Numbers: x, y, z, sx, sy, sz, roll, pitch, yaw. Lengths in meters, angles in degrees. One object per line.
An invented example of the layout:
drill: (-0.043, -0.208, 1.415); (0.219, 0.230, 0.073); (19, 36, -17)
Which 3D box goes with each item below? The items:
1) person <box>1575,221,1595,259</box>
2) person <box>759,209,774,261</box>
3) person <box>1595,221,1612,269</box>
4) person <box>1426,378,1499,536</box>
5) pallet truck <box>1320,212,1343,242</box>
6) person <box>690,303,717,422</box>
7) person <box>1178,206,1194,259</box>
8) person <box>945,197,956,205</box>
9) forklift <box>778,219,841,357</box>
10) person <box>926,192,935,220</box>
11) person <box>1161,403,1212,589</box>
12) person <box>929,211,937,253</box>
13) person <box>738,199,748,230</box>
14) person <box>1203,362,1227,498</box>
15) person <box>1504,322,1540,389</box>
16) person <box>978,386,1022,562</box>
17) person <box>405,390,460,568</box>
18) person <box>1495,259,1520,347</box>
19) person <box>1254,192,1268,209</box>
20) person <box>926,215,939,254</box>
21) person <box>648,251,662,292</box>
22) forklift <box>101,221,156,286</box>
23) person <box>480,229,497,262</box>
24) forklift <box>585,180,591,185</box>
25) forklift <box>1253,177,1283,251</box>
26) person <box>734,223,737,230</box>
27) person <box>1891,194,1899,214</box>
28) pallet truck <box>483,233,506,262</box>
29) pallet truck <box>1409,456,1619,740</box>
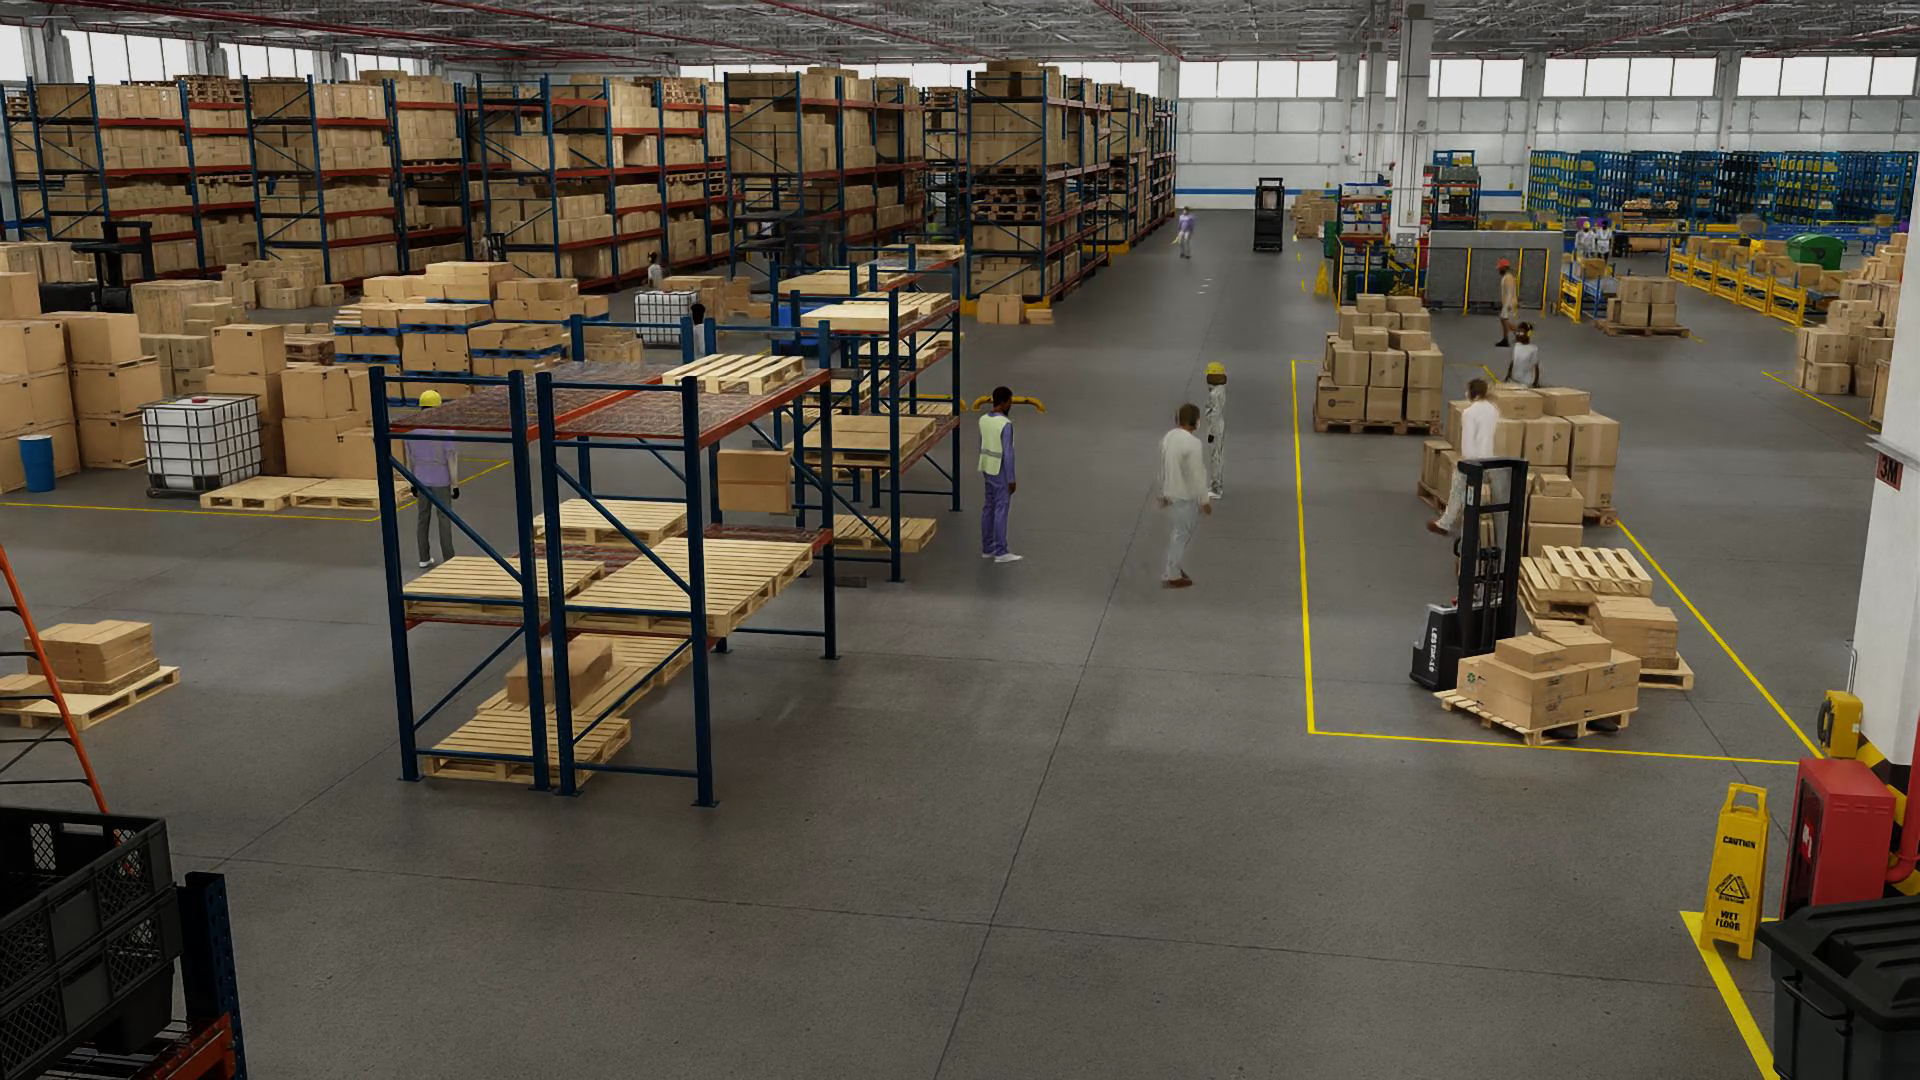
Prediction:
person: (19.828, -9.219, 52.814); (0.601, 1.815, 0.429); (3, 14, 13)
person: (-6.902, -10.876, 59.458); (0.596, 1.873, 0.991); (-3, 14, -12)
person: (21.531, -9.844, 55.672); (0.552, 1.669, 0.778); (4, 14, 14)
person: (5.881, -0.905, 18.939); (0.646, 1.889, 1.042); (-11, 17, -37)
pallet truck: (15.874, -13.227, 70.310); (0.680, 1.201, 1.601); (10, 17, 35)
person: (-4.095, -2.750, 26.247); (0.361, 1.963, 0.612); (13, 19, 42)
person: (8.228, -11.236, 60.812); (0.642, 1.919, 0.625); (9, 17, 33)
person: (-0.468, -17.660, 87.136); (0.600, 1.797, 0.857); (2, 14, 9)
forklift: (-3.178, -5.269, 34.597); (1.129, 2.768, 1.873); (3, 14, 10)
person: (-1.551, -17.639, 87.111); (0.523, 1.769, 0.323); (-6, 15, -25)
person: (2.317, -0.441, 16.985); (0.520, 1.921, 0.632); (-4, 14, -16)
person: (-1.039, -11.741, 63.477); (0.359, 1.620, 0.501); (3, 14, 12)
person: (-9.560, -14.201, 72.864); (0.569, 1.898, 0.896); (1, 14, 2)
person: (3.235, -1.406, 21.252); (0.302, 1.742, 0.493); (4, 14, 15)
person: (8.301, -2.312, 24.703); (0.401, 1.855, 0.522); (-5, 15, -20)
person: (0.410, -0.715, 18.102); (0.392, 1.913, 0.589); (-8, 16, -30)
person: (-5.633, -0.646, 17.820); (0.585, 1.918, 0.409); (3, 14, 11)
person: (11.872, -5.121, 36.011); (0.621, 1.909, 0.593); (2, 14, 6)
person: (15.144, -16.922, 83.841); (0.644, 1.937, 1.011); (-4, 14, -16)
person: (-1.058, -10.753, 59.357); (0.766, 1.659, 0.582); (10, 17, 35)
person: (-7.127, -5.864, 39.161); (0.802, 1.848, 0.520); (6, 15, 24)
forklift: (-16.772, -5.071, 33.793); (1.129, 2.768, 1.873); (3, 14, 10)
person: (-14.717, -8.912, 51.976); (0.520, 1.614, 0.685); (1, 14, 6)
forklift: (-14.043, -12.505, 63.974); (1.873, 2.768, 1.129); (3, 14, 10)
forklift: (12.083, -12.747, 64.956); (1.129, 2.768, 1.873); (3, 14, 10)
person: (-9.440, -13.182, 69.310); (0.284, 1.635, 0.519); (5, 15, 18)
person: (44.308, -15.593, 78.799); (1.073, 1.776, 0.581); (4, 14, 17)
pallet truck: (-11.832, -7.026, 43.548); (1.885, 1.965, 0.823); (8, 16, 28)
pallet truck: (4.504, 0.400, 13.395); (0.823, 1.965, 1.885); (-6, 15, -23)
